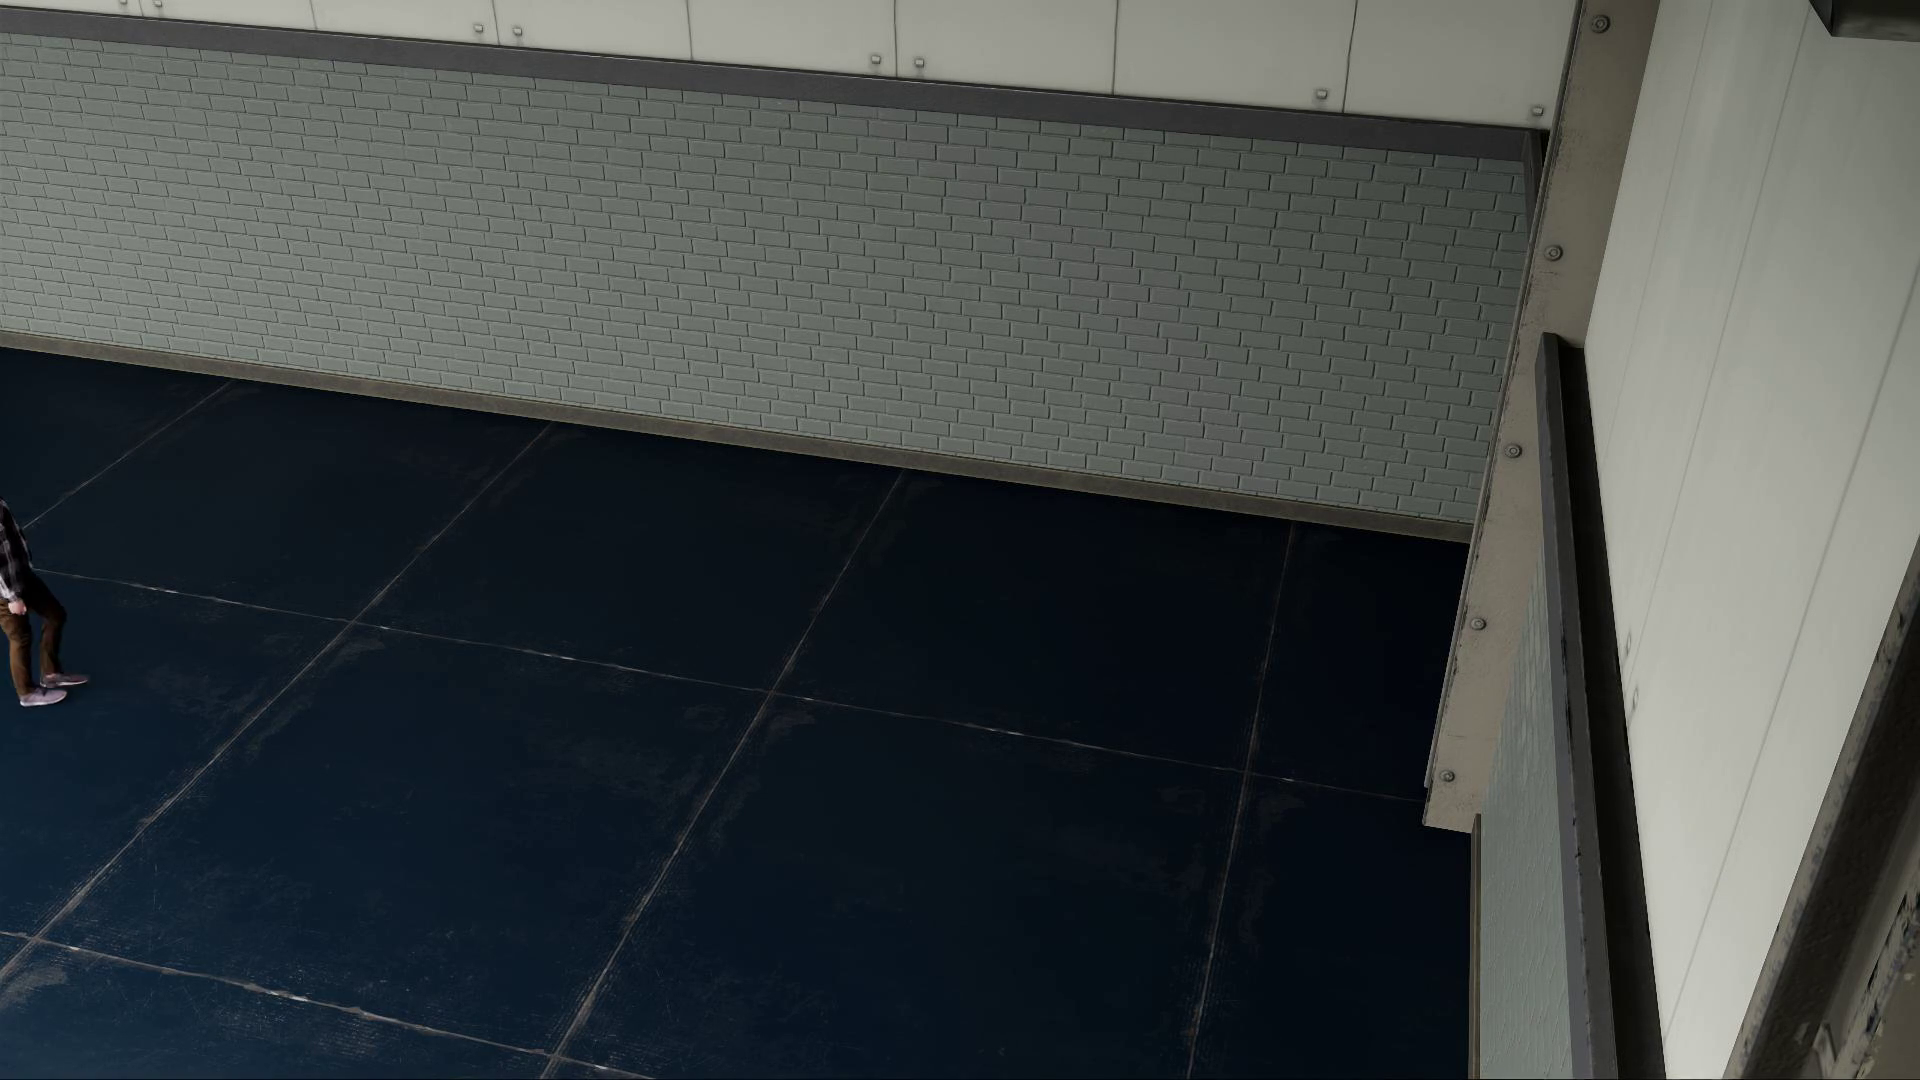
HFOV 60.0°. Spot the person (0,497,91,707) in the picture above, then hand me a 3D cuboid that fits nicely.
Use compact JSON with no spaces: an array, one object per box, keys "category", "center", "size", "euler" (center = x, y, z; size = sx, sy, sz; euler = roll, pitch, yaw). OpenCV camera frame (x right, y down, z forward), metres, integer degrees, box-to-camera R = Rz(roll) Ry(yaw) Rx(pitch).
[{"category":"person","center":[-5.804,0.258,9.975],"size":[0.825,1.793,0.736],"euler":[-9,33,-14]}]
